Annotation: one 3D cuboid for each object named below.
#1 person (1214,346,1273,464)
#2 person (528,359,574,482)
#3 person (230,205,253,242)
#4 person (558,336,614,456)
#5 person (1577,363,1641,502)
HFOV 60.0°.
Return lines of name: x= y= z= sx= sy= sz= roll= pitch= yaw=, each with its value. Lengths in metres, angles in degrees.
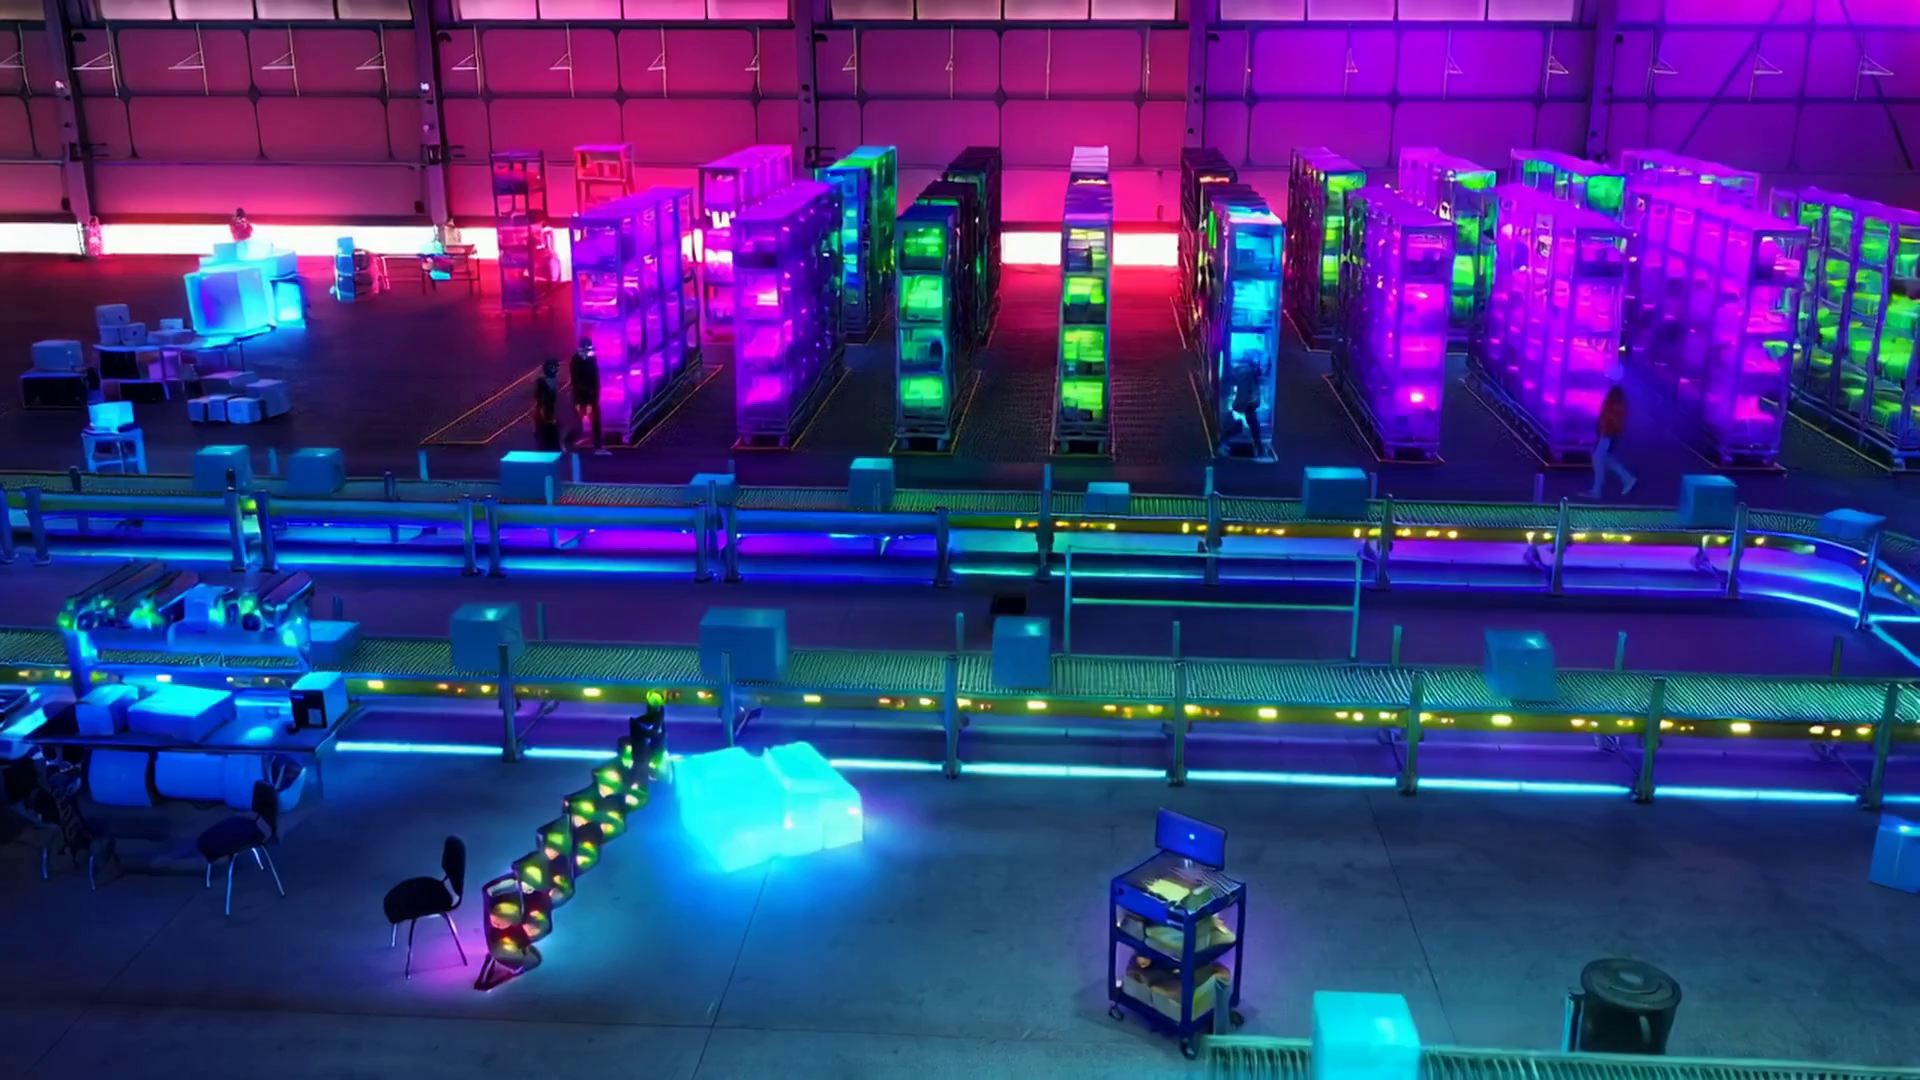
person: x=4.311 y=-2.060 z=25.178 sx=0.878 sy=1.794 sz=0.582 roll=4 pitch=18 yaw=12
person: x=-5.932 y=-1.714 z=24.065 sx=0.764 sy=1.788 sz=0.660 roll=0 pitch=17 yaw=-2
person: x=-18.189 y=-7.522 z=42.257 sx=0.379 sy=1.937 sz=0.548 roll=16 pitch=24 yaw=42
person: x=-5.788 y=-2.211 z=25.503 sx=0.867 sy=1.876 sz=0.650 roll=6 pitch=19 yaw=20
person: x=9.061 y=-1.474 z=23.006 sx=0.718 sy=1.975 sz=0.625 roll=6 pitch=18 yaw=18
